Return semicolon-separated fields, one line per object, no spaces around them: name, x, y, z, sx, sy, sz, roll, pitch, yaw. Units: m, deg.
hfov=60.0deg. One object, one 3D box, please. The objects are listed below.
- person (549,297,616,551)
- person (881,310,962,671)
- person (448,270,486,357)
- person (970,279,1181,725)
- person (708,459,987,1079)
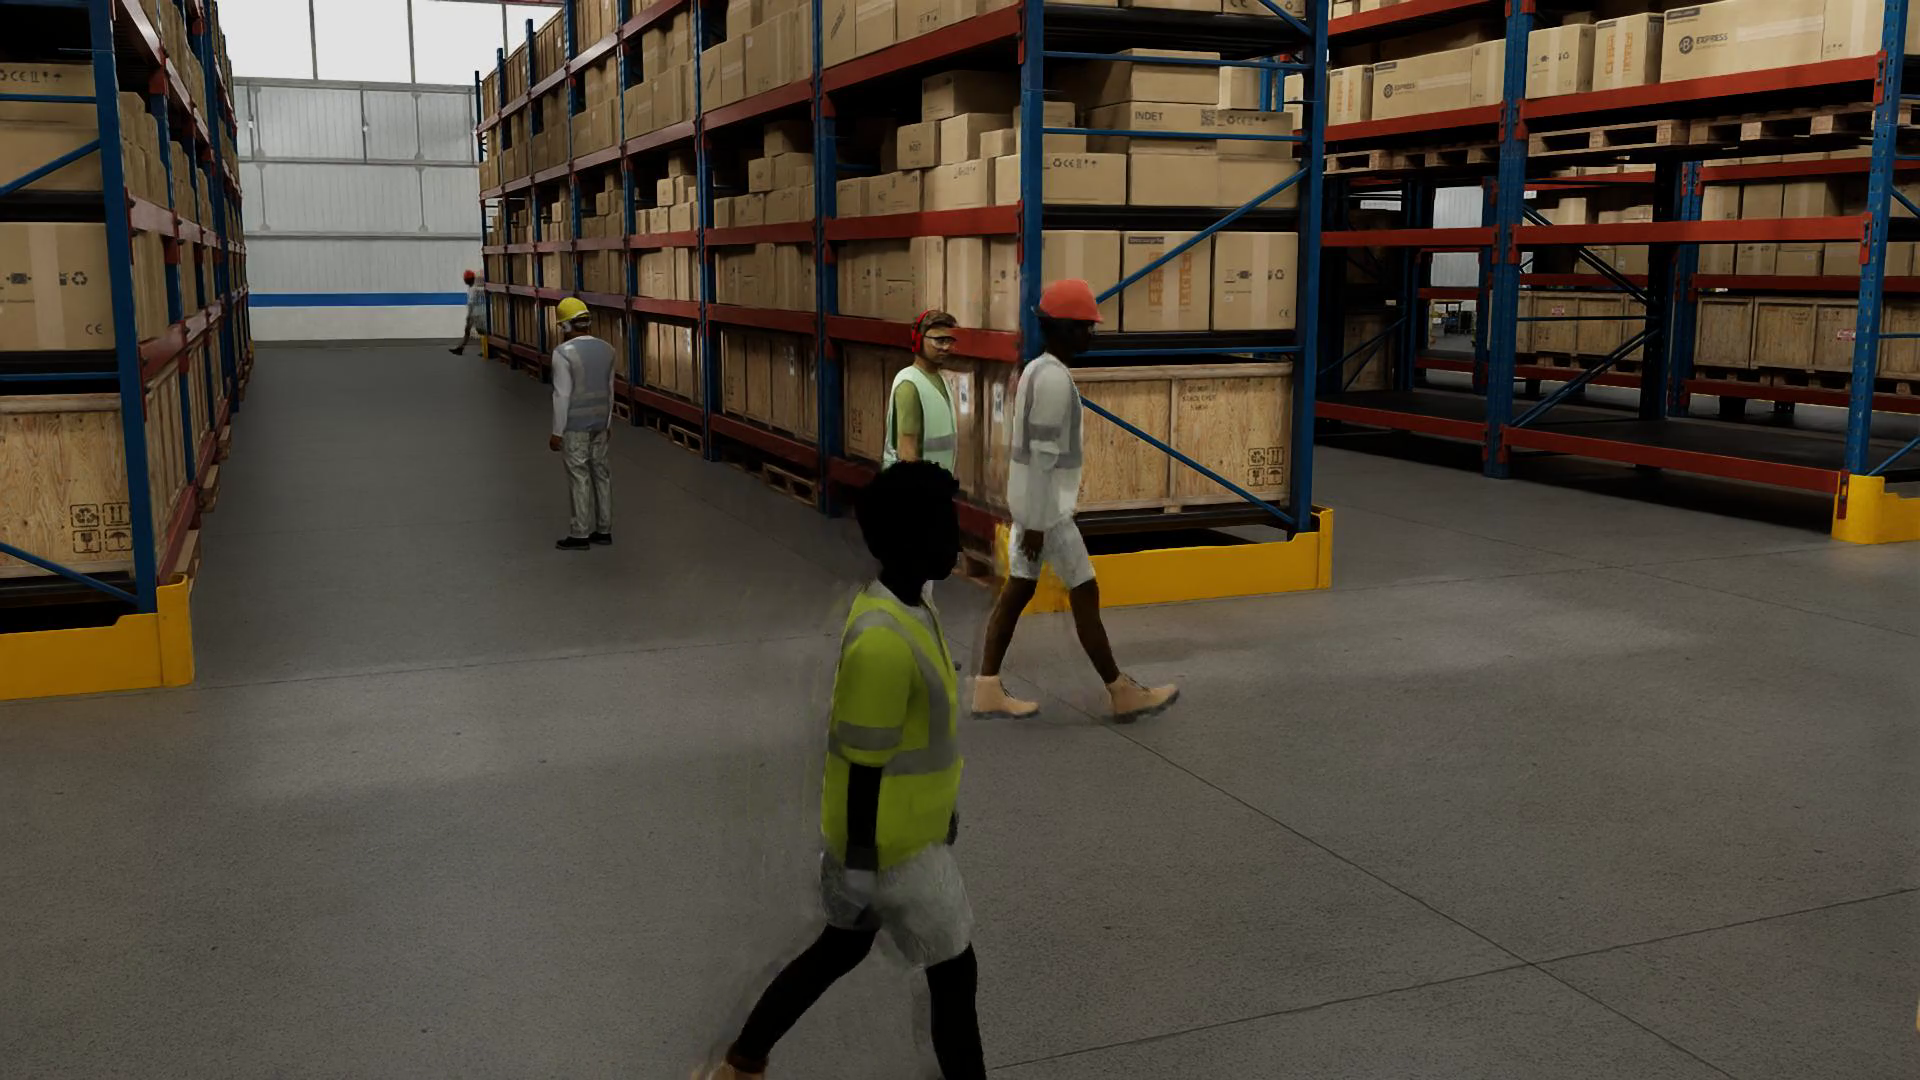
person;-2.744;-0.835;12.026;0.403;1.823;0.588;6;11;30
person;-0.194;-0.215;8.254;0.395;1.841;0.564;2;10;13
person;-10.803;-4.967;36.563;0.982;1.887;0.573;-3;10;-18
person;0.504;-0.153;7.444;1.018;1.990;0.616;-1;10;-6
person;-0.210;0.631;3.751;0.864;1.656;0.534;0;9;-1
